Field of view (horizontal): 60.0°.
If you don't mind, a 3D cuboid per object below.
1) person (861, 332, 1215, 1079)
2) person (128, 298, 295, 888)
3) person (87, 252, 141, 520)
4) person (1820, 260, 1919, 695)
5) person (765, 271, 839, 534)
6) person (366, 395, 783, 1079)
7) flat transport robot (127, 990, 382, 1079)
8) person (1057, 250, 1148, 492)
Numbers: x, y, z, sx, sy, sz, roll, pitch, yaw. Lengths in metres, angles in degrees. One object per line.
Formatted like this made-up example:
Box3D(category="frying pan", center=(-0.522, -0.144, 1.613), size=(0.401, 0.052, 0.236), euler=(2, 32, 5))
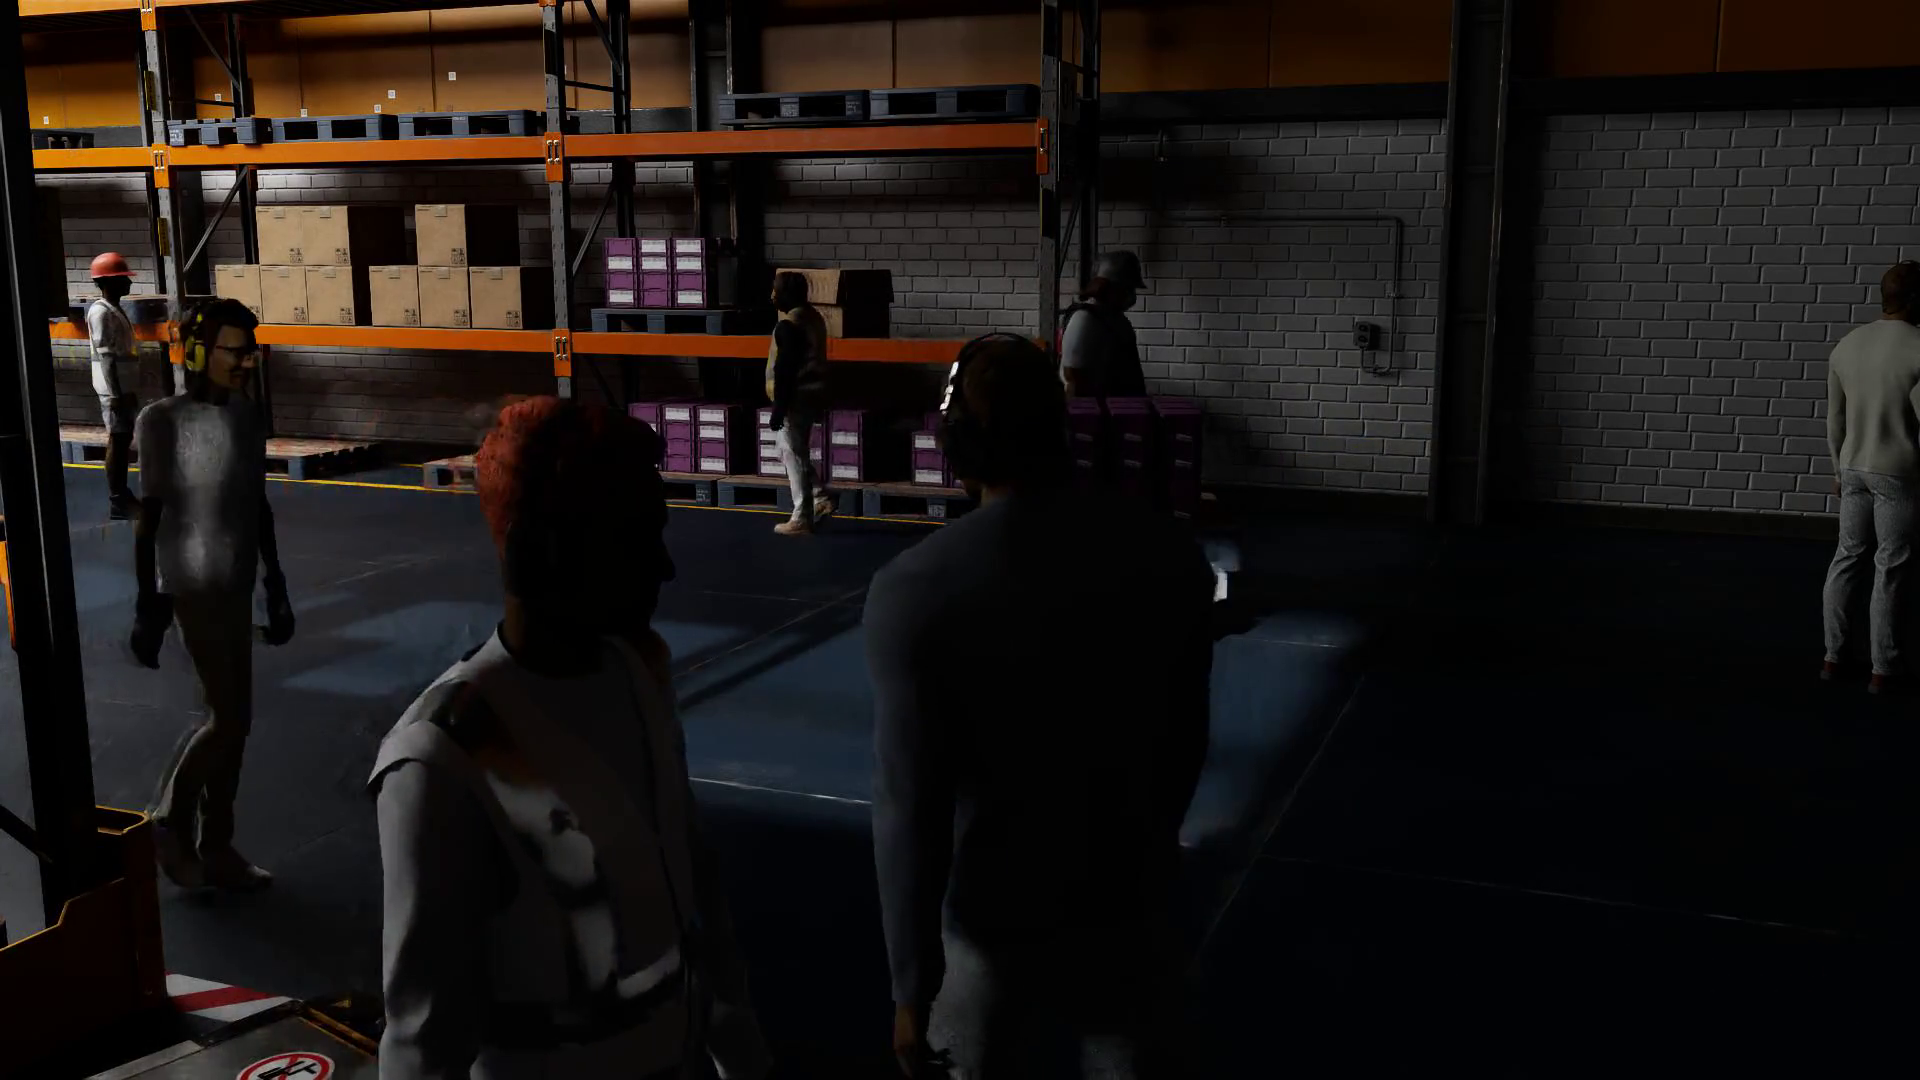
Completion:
Box3D(category="person", center=(0.196, 0.627, 2.625), size=(0.645, 1.894, 0.901), euler=(-4, 11, -21))
Box3D(category="person", center=(-2.299, 0.183, 5.163), size=(0.396, 1.847, 0.541), euler=(3, 11, 16))
Box3D(category="person", center=(-6.135, -1.117, 12.157), size=(0.347, 1.943, 0.545), euler=(-3, 11, -17))
Box3D(category="person", center=(4.178, -0.278, 7.493), size=(0.373, 1.940, 0.630), euler=(-3, 11, -17))
Box3D(category="person", center=(-1.127, -0.932, 11.454), size=(0.435, 1.826, 0.621), euler=(2, 10, 9))
Box3D(category="person", center=(-0.523, 0.732, 2.121), size=(0.929, 1.852, 0.570), euler=(2, 10, 10))
Box3D(category="flat transport robot", center=(-1.688, 1.302, 3.338), size=(0.652, 0.197, 1.431), euler=(8, 13, 38))
Box3D(category="person", center=(0.733, -0.774, 9.975), size=(0.774, 2.000, 0.733), euler=(4, 11, 22))
